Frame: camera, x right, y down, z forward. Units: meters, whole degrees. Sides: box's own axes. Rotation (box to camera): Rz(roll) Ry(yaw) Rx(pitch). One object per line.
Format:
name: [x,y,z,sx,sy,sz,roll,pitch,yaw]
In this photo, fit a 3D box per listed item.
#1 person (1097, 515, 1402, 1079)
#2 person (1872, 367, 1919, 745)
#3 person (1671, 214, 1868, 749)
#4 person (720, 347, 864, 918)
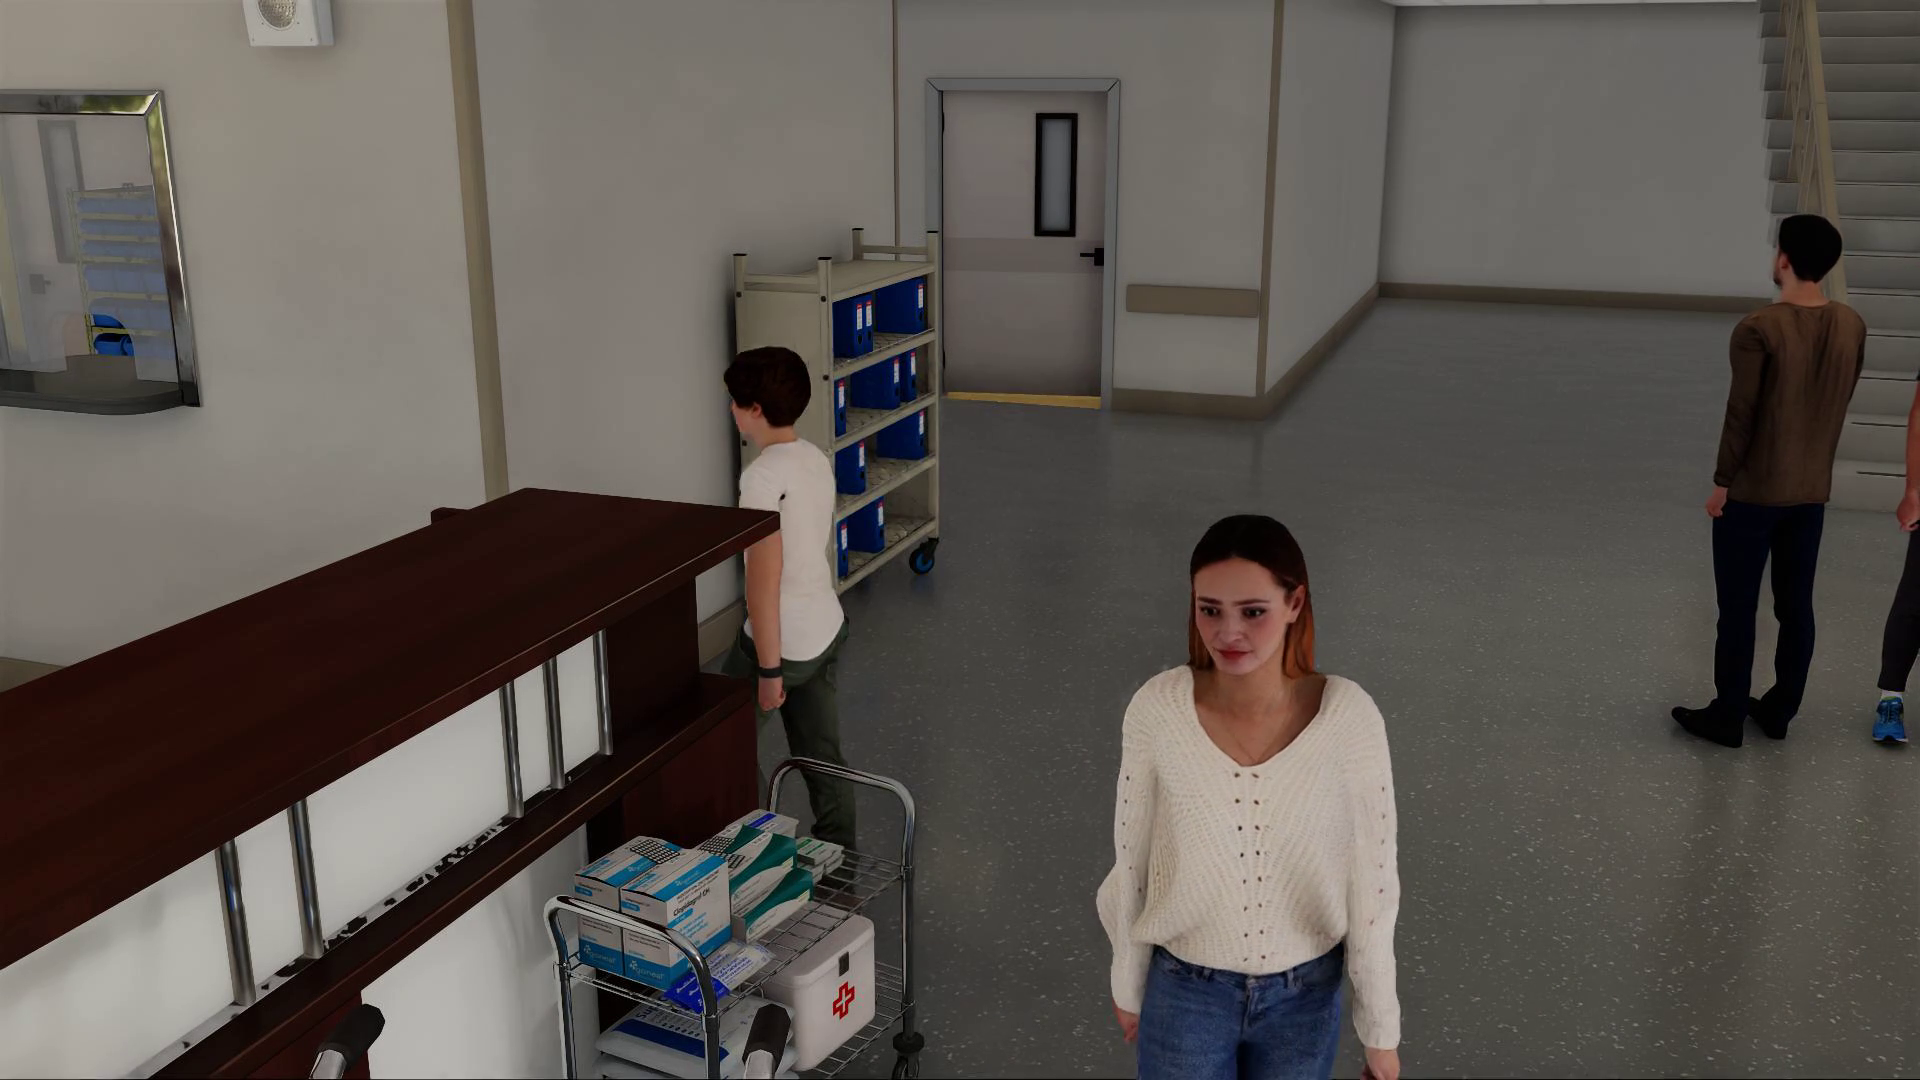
person: [0.473,0.754,2.868,0.706,1.677,0.689,0,16,1]
person: [3.576,-0.163,5.838,0.714,1.829,0.594,4,16,13]
person: [2.868,-0.195,5.849,0.745,1.887,0.770,-4,16,-15]
person: [-0.390,0.305,4.532,0.665,1.638,0.649,6,17,20]
